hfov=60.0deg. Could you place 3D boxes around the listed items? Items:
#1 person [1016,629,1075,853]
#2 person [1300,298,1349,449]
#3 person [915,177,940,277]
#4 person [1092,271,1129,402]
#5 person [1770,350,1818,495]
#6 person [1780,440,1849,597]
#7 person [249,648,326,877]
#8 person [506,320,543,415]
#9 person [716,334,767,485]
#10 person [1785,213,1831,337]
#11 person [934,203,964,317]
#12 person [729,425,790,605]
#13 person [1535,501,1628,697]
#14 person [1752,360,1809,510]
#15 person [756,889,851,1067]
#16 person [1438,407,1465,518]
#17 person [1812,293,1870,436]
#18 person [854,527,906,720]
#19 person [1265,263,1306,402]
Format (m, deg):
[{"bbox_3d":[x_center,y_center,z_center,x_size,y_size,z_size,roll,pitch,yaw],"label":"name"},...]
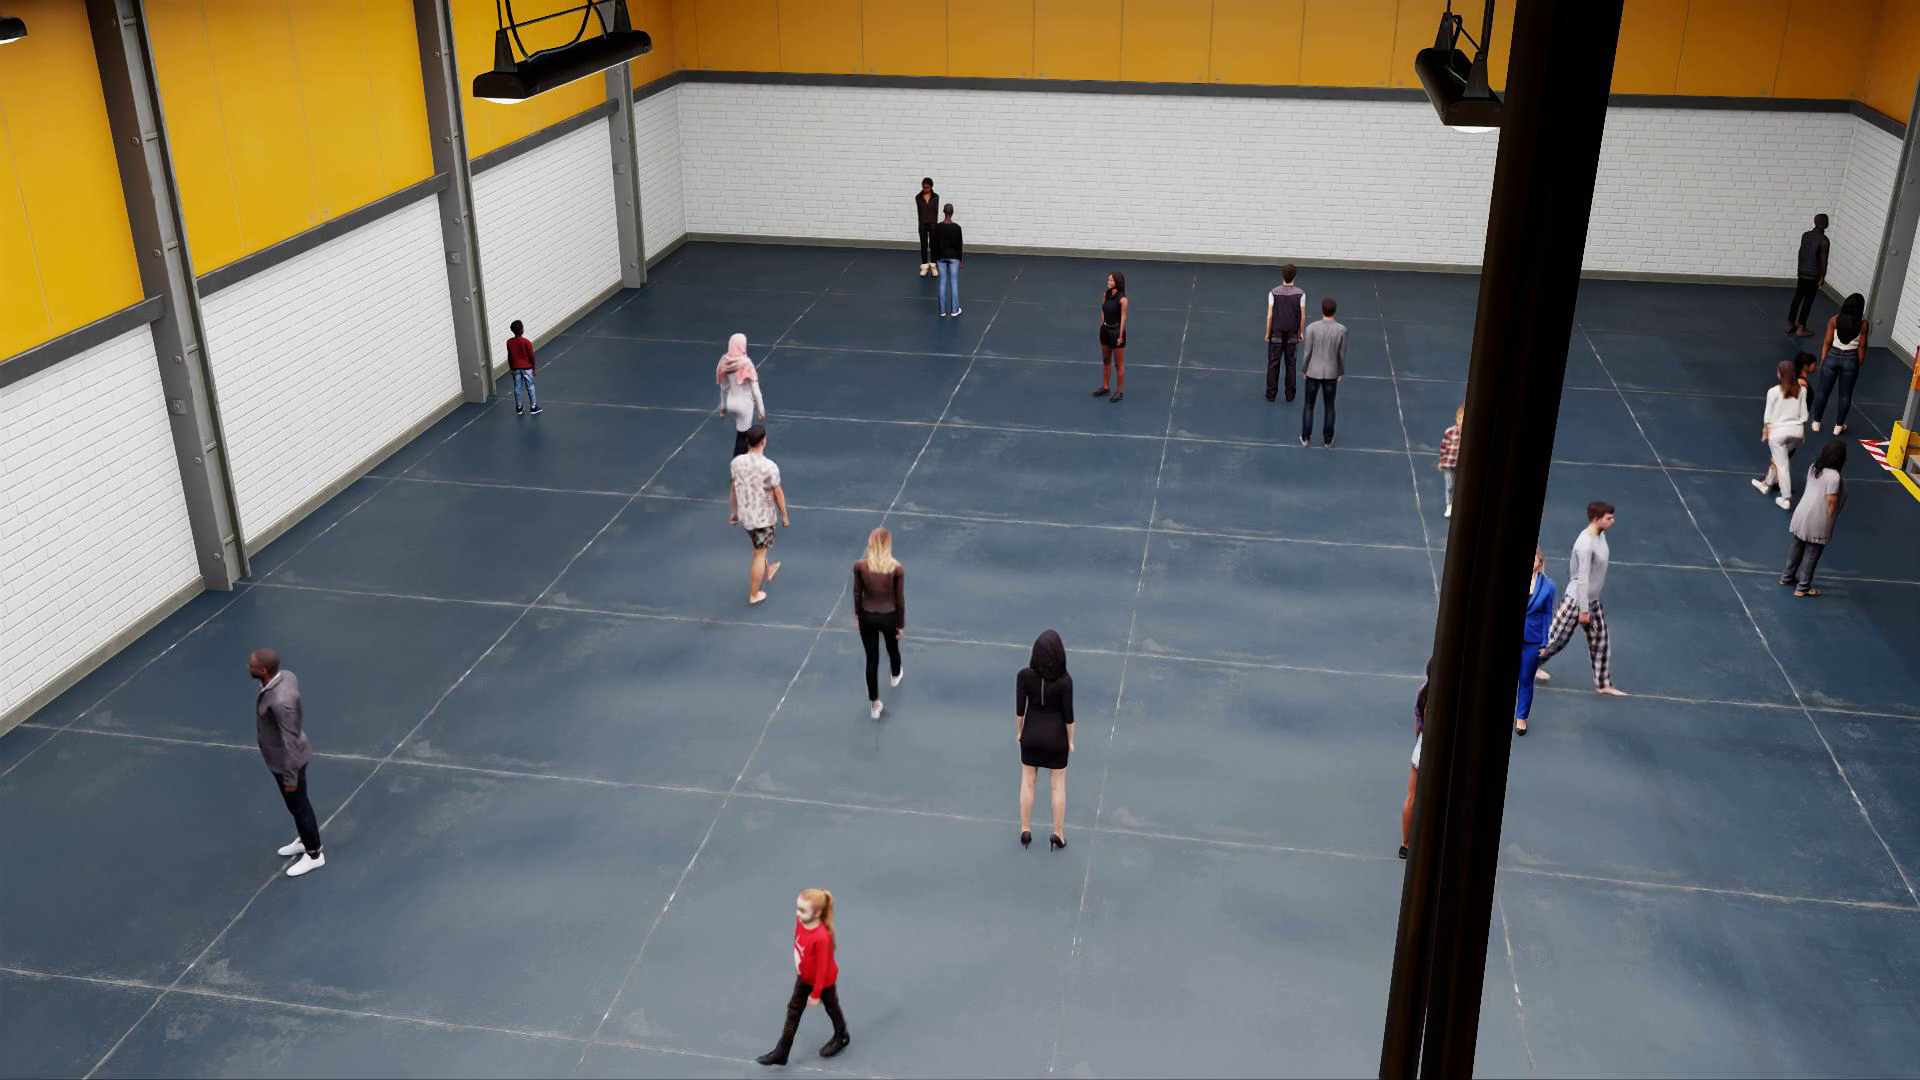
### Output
[{"bbox_3d":[0.628,1.510,12.419,0.604,1.806,0.512,7,24,15],"label":"person"},{"bbox_3d":[4.469,-2.059,20.505,0.678,1.870,0.597,3,24,6],"label":"person"},{"bbox_3d":[-0.543,-5.352,28.300,0.614,1.659,0.672,1,24,2],"label":"person"},{"bbox_3d":[2.046,-2.735,22.212,0.714,1.741,0.669,-18,30,-36],"label":"person"},{"bbox_3d":[9.626,-1.379,19.204,0.656,1.667,0.459,6,24,13],"label":"person"},{"bbox_3d":[8.572,-0.240,16.676,0.771,1.603,0.688,-2,24,-5],"label":"person"},{"bbox_3d":[-4.924,1.595,12.213,0.860,1.816,0.761,-12,26,-25],"label":"person"},{"bbox_3d":[-5.729,-2.266,21.746,0.515,1.255,0.495,2,24,5],"label":"person"},{"bbox_3d":[-2.608,-1.493,19.314,0.826,1.787,0.938,14,27,28],"label":"person"},{"bbox_3d":[12.764,-3.997,24.981,0.838,1.836,0.667,-6,24,-13],"label":"person"},{"bbox_3d":[-0.187,-4.382,25.971,0.591,1.747,0.533,3,24,8],"label":"person"},{"bbox_3d":[-2.041,-0.217,16.394,0.876,1.787,1.100,11,26,23],"label":"person"},{"bbox_3d":[5.415,0.511,14.719,1.100,1.796,1.212,18,30,36],"label":"person"},{"bbox_3d":[9.336,-1.155,18.722,0.781,1.642,1.006,-1,24,-2],"label":"person"},{"bbox_3d":[-0.844,2.708,10.369,0.920,1.254,0.832,-18,29,-35],"label":"person"},{"bbox_3d":[5.534,-0.878,18.521,0.595,1.295,0.652,10,26,22],"label":"person"},{"bbox_3d":[11.116,-2.231,20.974,0.738,1.809,0.743,15,28,31],"label":"person"},{"bbox_3d":[-0.717,0.750,14.337,0.683,1.663,1.041,1,24,3],"label":"person"},{"bbox_3d":[4.318,-2.762,22.141,0.660,1.848,0.585,2,24,5],"label":"person"}]
